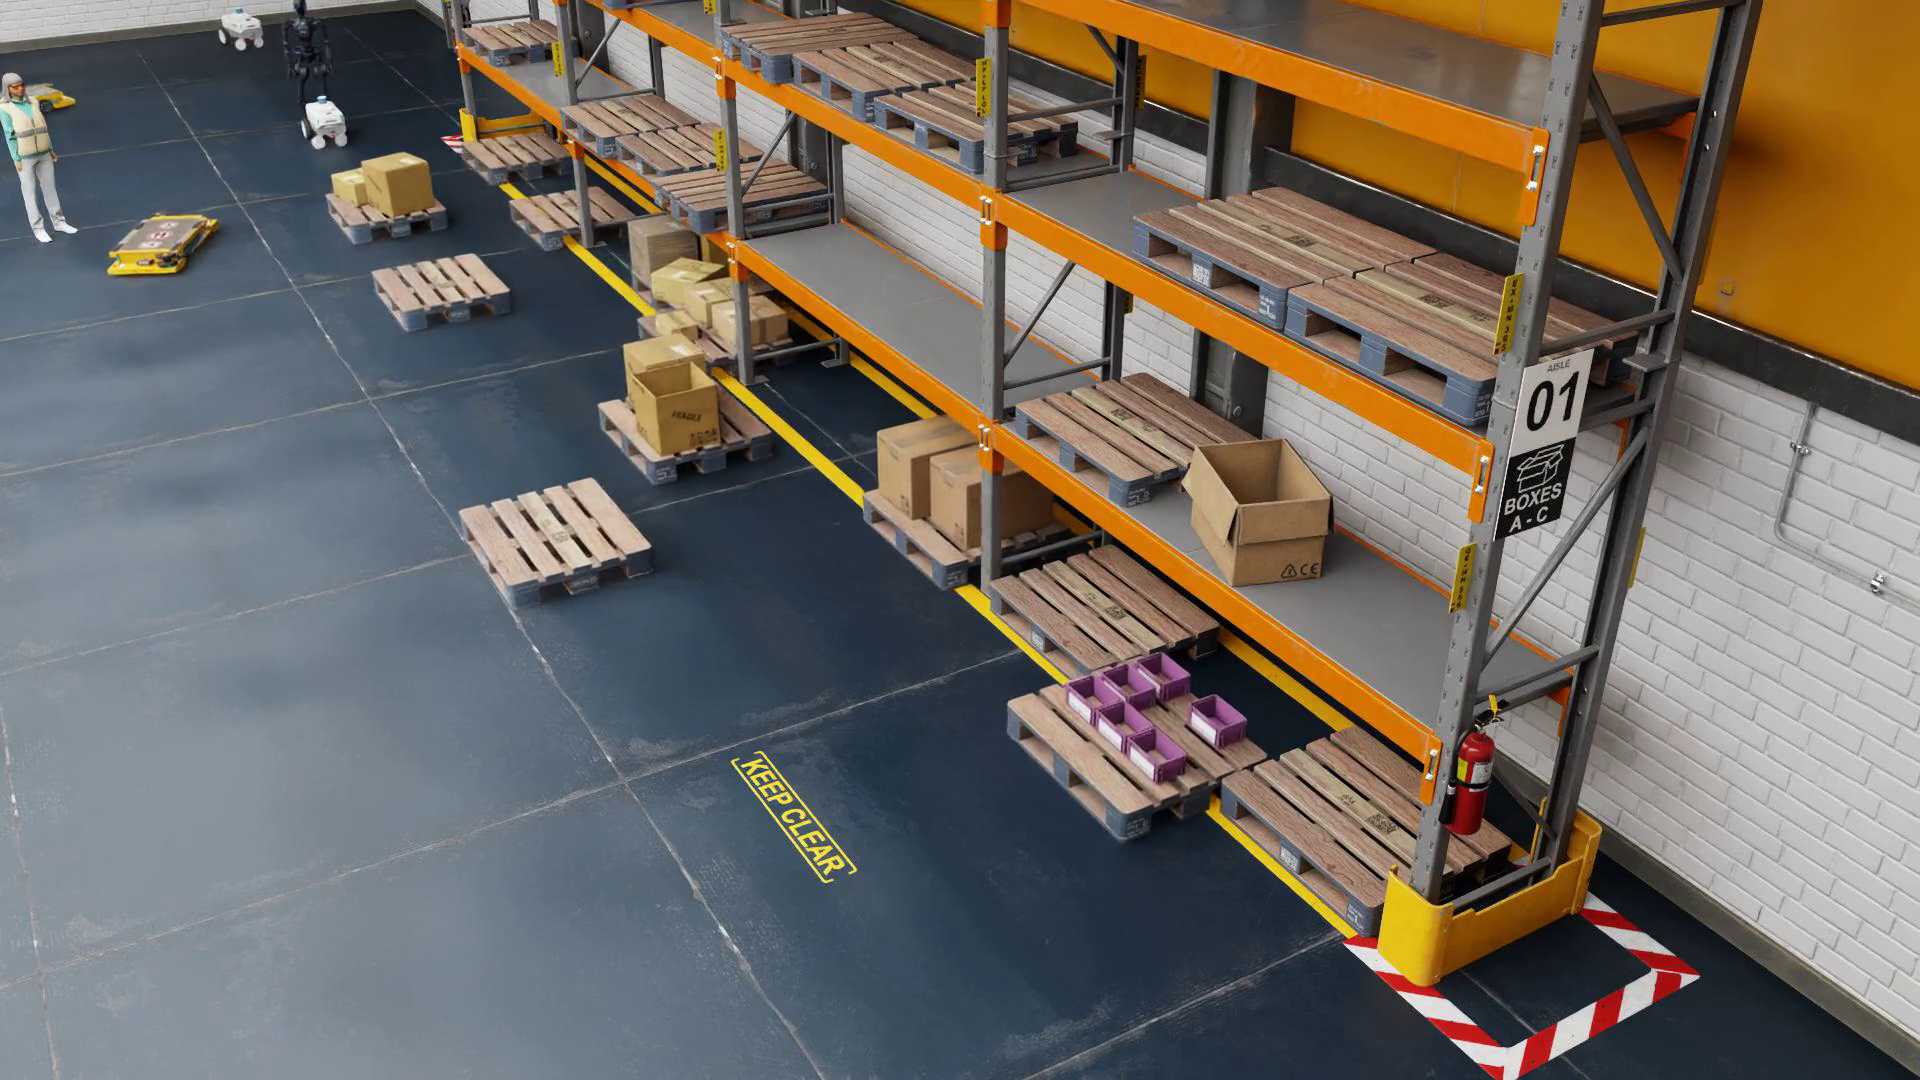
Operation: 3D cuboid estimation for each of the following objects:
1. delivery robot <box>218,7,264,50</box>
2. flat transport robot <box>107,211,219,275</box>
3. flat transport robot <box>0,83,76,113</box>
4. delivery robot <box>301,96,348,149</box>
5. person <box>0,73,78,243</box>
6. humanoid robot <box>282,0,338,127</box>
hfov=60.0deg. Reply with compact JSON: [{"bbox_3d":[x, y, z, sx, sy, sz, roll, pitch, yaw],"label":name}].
[{"bbox_3d":[-10.745,-7.649,24.865,0.508,0.614,0.785,-26,38,-38],"label":"delivery robot"},{"bbox_3d":[-8.133,-3.037,16.993,0.659,0.231,1.431,-3,30,-5],"label":"flat transport robot"},{"bbox_3d":[-12.360,-5.652,21.611,0.659,0.231,1.431,21,36,32],"label":"flat transport robot"},{"bbox_3d":[-7.800,-5.148,20.422,0.525,0.587,0.741,-16,33,-26],"label":"delivery robot"},{"bbox_3d":[-9.571,-3.952,17.146,0.366,1.709,0.465,13,32,22],"label":"person"},{"bbox_3d":[-8.095,-5.940,20.698,0.603,1.644,0.458,-9,31,-16],"label":"humanoid robot"}]
